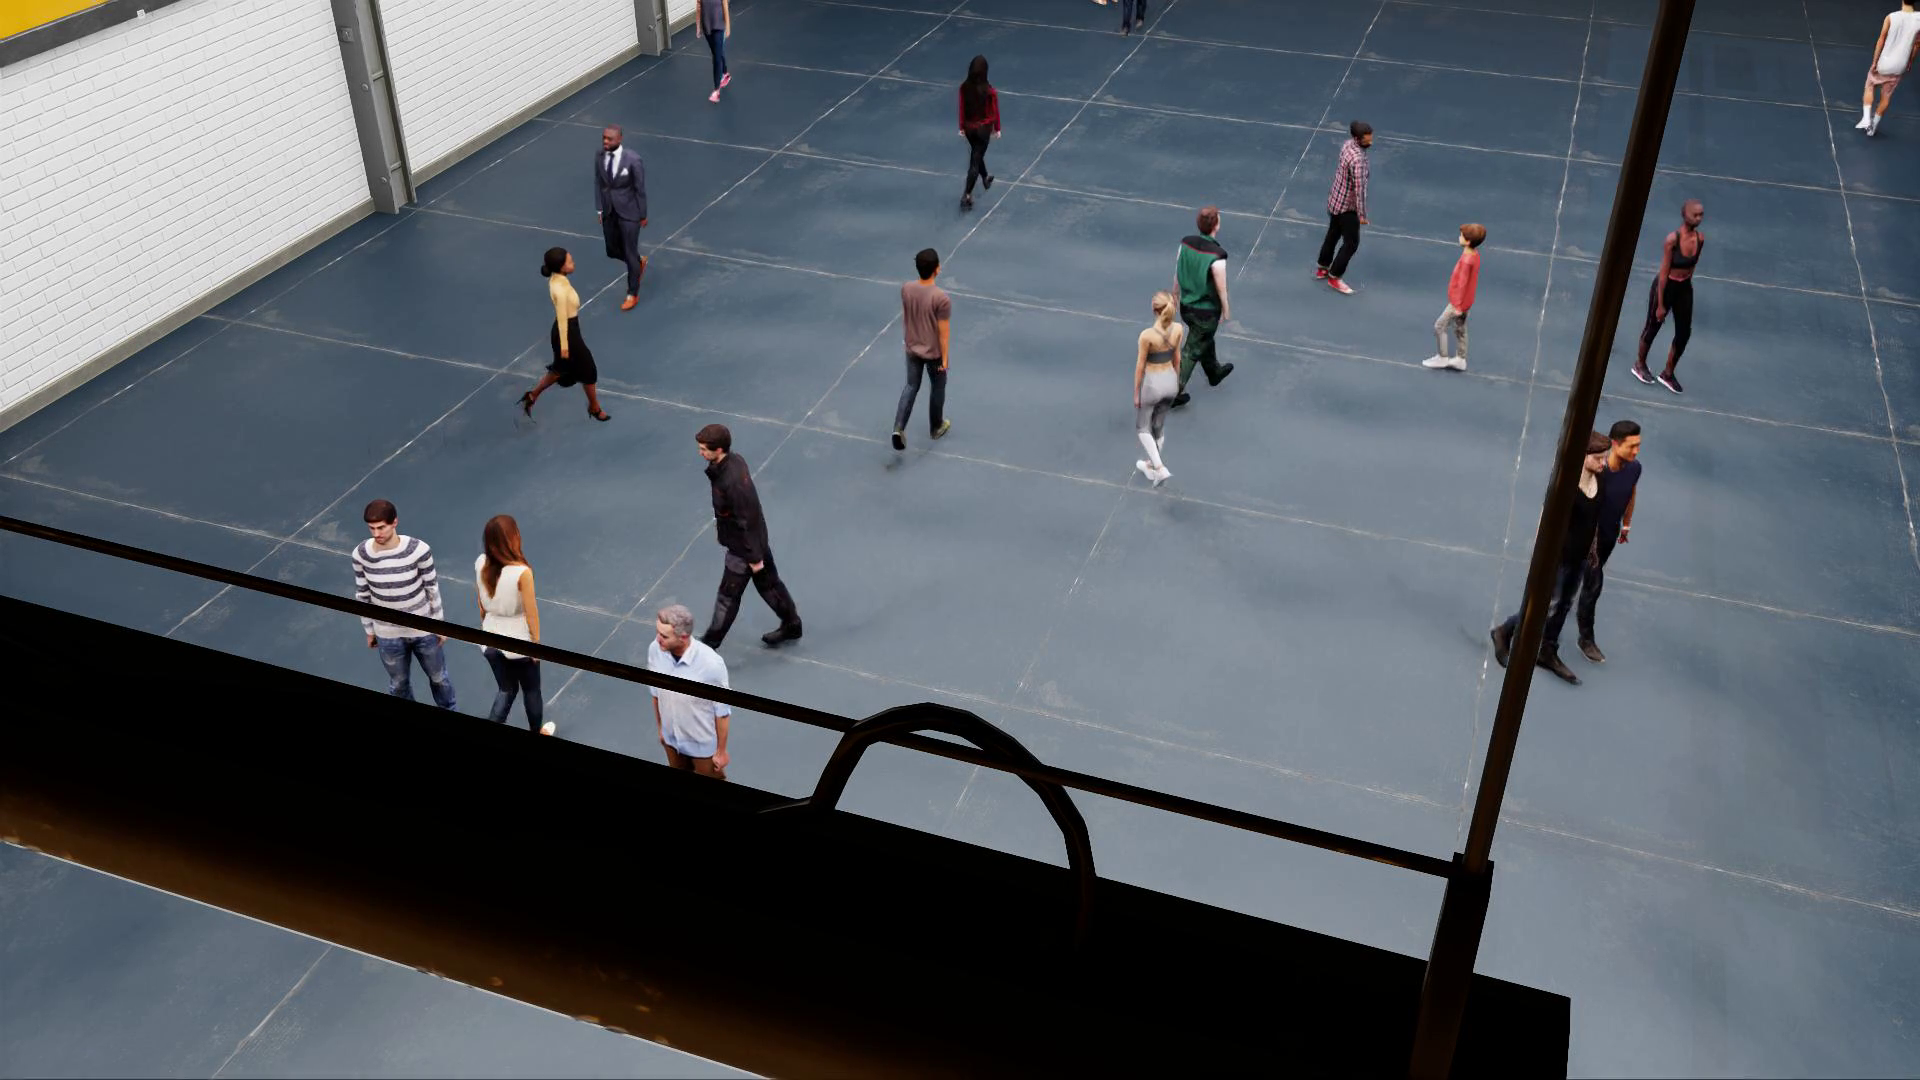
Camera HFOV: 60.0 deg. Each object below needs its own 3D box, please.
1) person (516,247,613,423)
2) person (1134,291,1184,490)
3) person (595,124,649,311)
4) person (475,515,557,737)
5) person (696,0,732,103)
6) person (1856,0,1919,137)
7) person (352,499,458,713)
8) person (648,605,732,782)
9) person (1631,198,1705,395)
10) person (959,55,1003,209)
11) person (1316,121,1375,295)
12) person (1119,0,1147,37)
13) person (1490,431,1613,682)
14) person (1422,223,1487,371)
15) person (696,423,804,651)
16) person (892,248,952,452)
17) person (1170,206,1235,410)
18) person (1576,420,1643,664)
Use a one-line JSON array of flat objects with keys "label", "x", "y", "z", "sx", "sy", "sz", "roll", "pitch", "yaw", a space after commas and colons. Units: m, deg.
[{"label": "person", "x": -3.398, "y": -1.671, "z": 14.031, "sx": 1.015, "sy": 1.626, "sz": 1.007, "roll": -11, "pitch": 35, "yaw": -16}, {"label": "person", "x": 1.604, "y": -1.154, "z": 13.194, "sx": 0.863, "sy": 1.691, "sz": 0.947, "roll": -12, "pitch": 35, "yaw": -17}, {"label": "person", "x": -3.241, "y": -3.187, "z": 16.149, "sx": 0.719, "sy": 1.805, "sz": 0.899, "roll": 14, "pitch": 36, "yaw": 20}, {"label": "person", "x": -2.851, "y": 0.692, "z": 10.349, "sx": 0.595, "sy": 1.765, "sz": 0.868, "roll": 15, "pitch": 36, "yaw": 21}, {"label": "person", "x": -3.128, "y": -6.543, "z": 21.317, "sx": 0.627, "sy": 1.673, "sz": 1.197, "roll": 8, "pitch": 34, "yaw": 12}, {"label": "person", "x": 11.201, "y": -5.714, "z": 19.978, "sx": 0.640, "sy": 1.775, "sz": 0.668, "roll": 9, "pitch": 35, "yaw": 14}, {"label": "person", "x": -3.499, "y": 0.531, "z": 10.512, "sx": 0.722, "sy": 1.854, "sz": 0.700, "roll": -4, "pitch": 34, "yaw": -6}, {"label": "person", "x": -1.557, "y": 1.102, "z": 9.678, "sx": 0.707, "sy": 1.825, "sz": 0.609, "roll": 16, "pitch": 37, "yaw": 23}, {"label": "person", "x": 6.233, "y": -2.209, "z": 14.737, "sx": 0.815, "sy": 1.740, "sz": 0.911, "roll": -7, "pitch": 34, "yaw": -10}, {"label": "person", "x": 0.165, "y": -4.412, "z": 18.165, "sx": 0.651, "sy": 1.614, "sz": 1.063, "roll": 14, "pitch": 36, "yaw": 20}, {"label": "person", "x": 3.800, "y": -3.297, "z": 16.386, "sx": 0.905, "sy": 1.727, "sz": 0.706, "roll": -11, "pitch": 35, "yaw": -16}, {"label": "person", "x": 2.538, "y": -8.070, "z": 23.540, "sx": 0.695, "sy": 1.756, "sz": 1.148, "roll": 11, "pitch": 35, "yaw": 16}, {"label": "person", "x": 4.007, "y": 0.075, "z": 11.162, "sx": 0.943, "sy": 1.894, "sz": 0.984, "roll": -21, "pitch": 39, "yaw": -28}, {"label": "person", "x": 4.572, "y": -2.153, "z": 14.957, "sx": 0.640, "sy": 1.403, "sz": 0.580, "roll": 17, "pitch": 37, "yaw": 24}, {"label": "person", "x": -1.371, "y": 0.016, "z": 11.351, "sx": 1.188, "sy": 1.782, "sz": 1.221, "roll": -9, "pitch": 35, "yaw": -13}, {"label": "person", "x": -0.340, "y": -1.534, "z": 13.709, "sx": 0.712, "sy": 1.755, "sz": 1.037, "roll": 16, "pitch": 37, "yaw": 23}, {"label": "person", "x": 2.021, "y": -1.960, "z": 14.313, "sx": 1.227, "sy": 1.794, "sz": 1.037, "roll": -24, "pitch": 40, "yaw": -31}, {"label": "person", "x": 4.353, "y": -0.083, "z": 11.522, "sx": 1.097, "sy": 1.758, "sz": 1.166, "roll": -15, "pitch": 36, "yaw": -21}]
